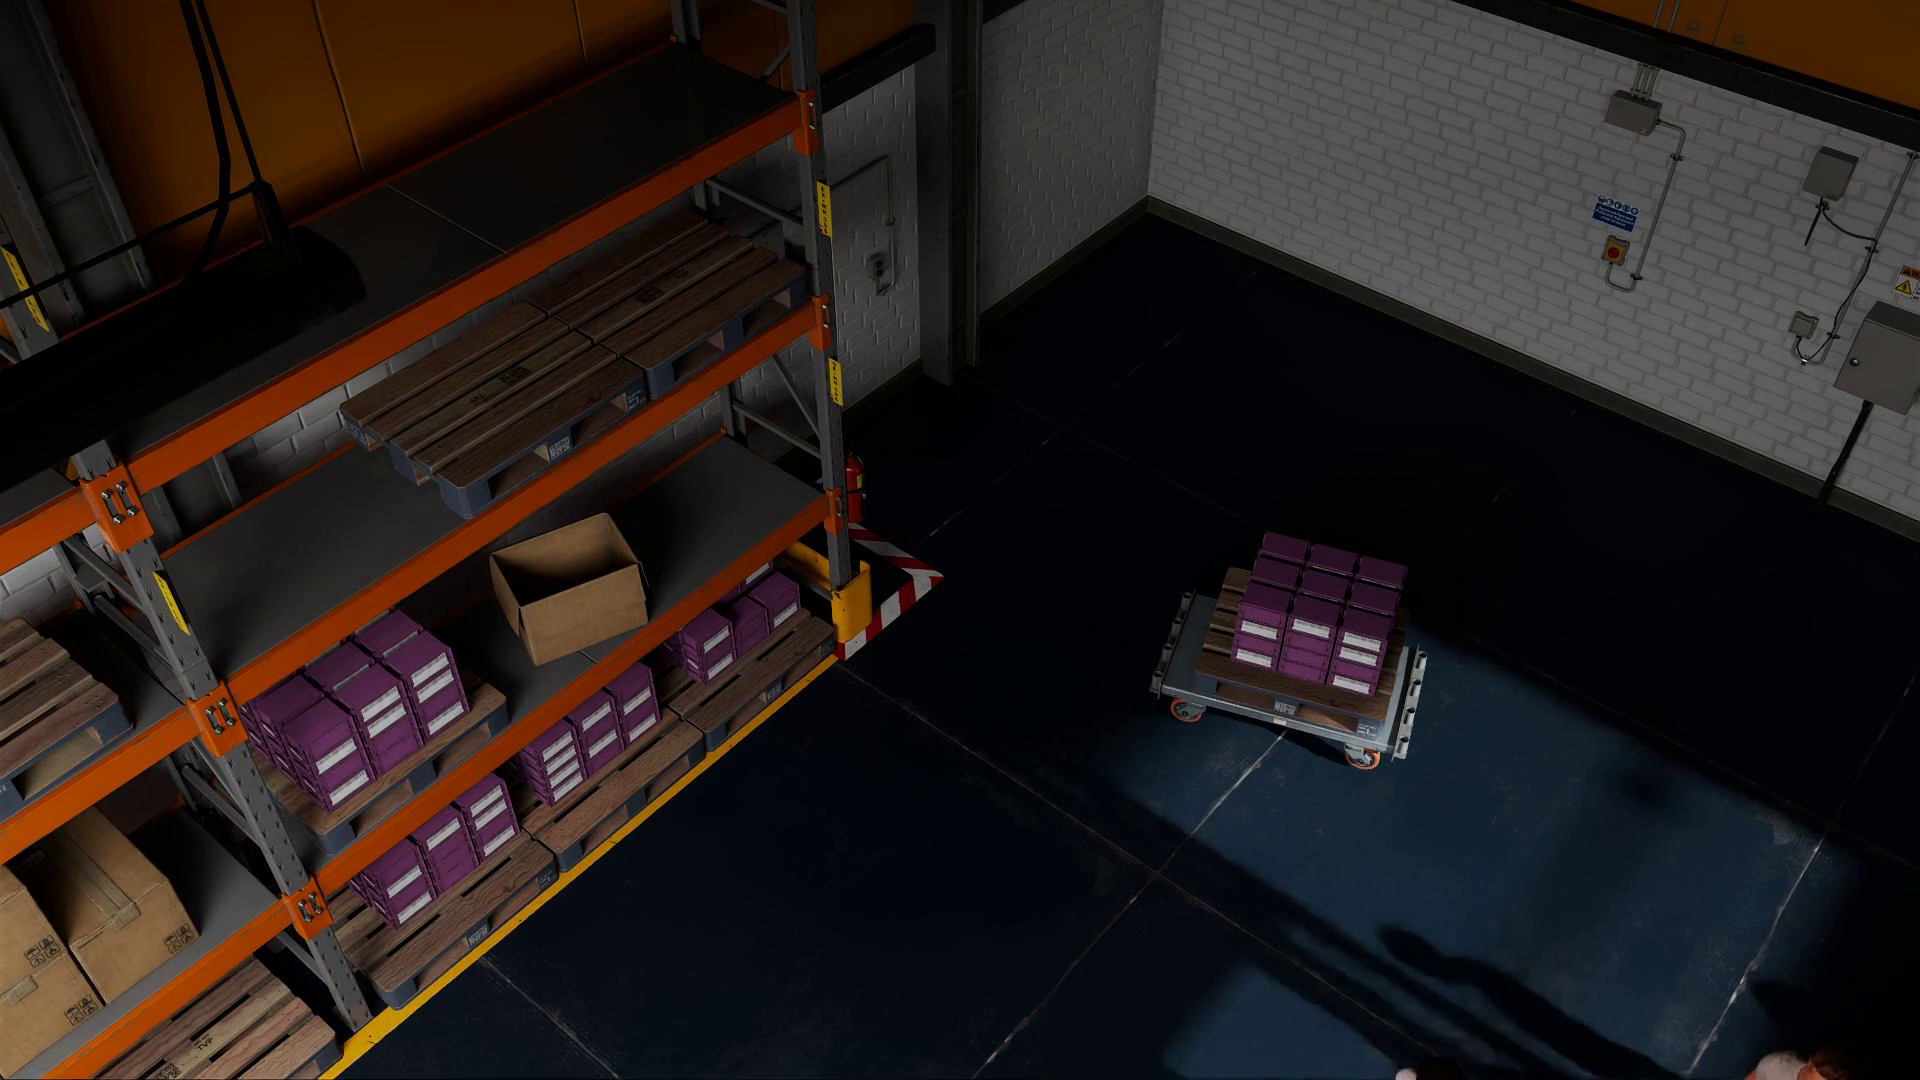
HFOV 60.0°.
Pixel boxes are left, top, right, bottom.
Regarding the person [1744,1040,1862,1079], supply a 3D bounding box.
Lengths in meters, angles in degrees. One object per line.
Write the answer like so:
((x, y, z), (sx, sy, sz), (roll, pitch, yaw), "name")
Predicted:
((3.852, 2.828, 7.864), (1.184, 1.872, 0.872), (-27, 50, -26), "person")
